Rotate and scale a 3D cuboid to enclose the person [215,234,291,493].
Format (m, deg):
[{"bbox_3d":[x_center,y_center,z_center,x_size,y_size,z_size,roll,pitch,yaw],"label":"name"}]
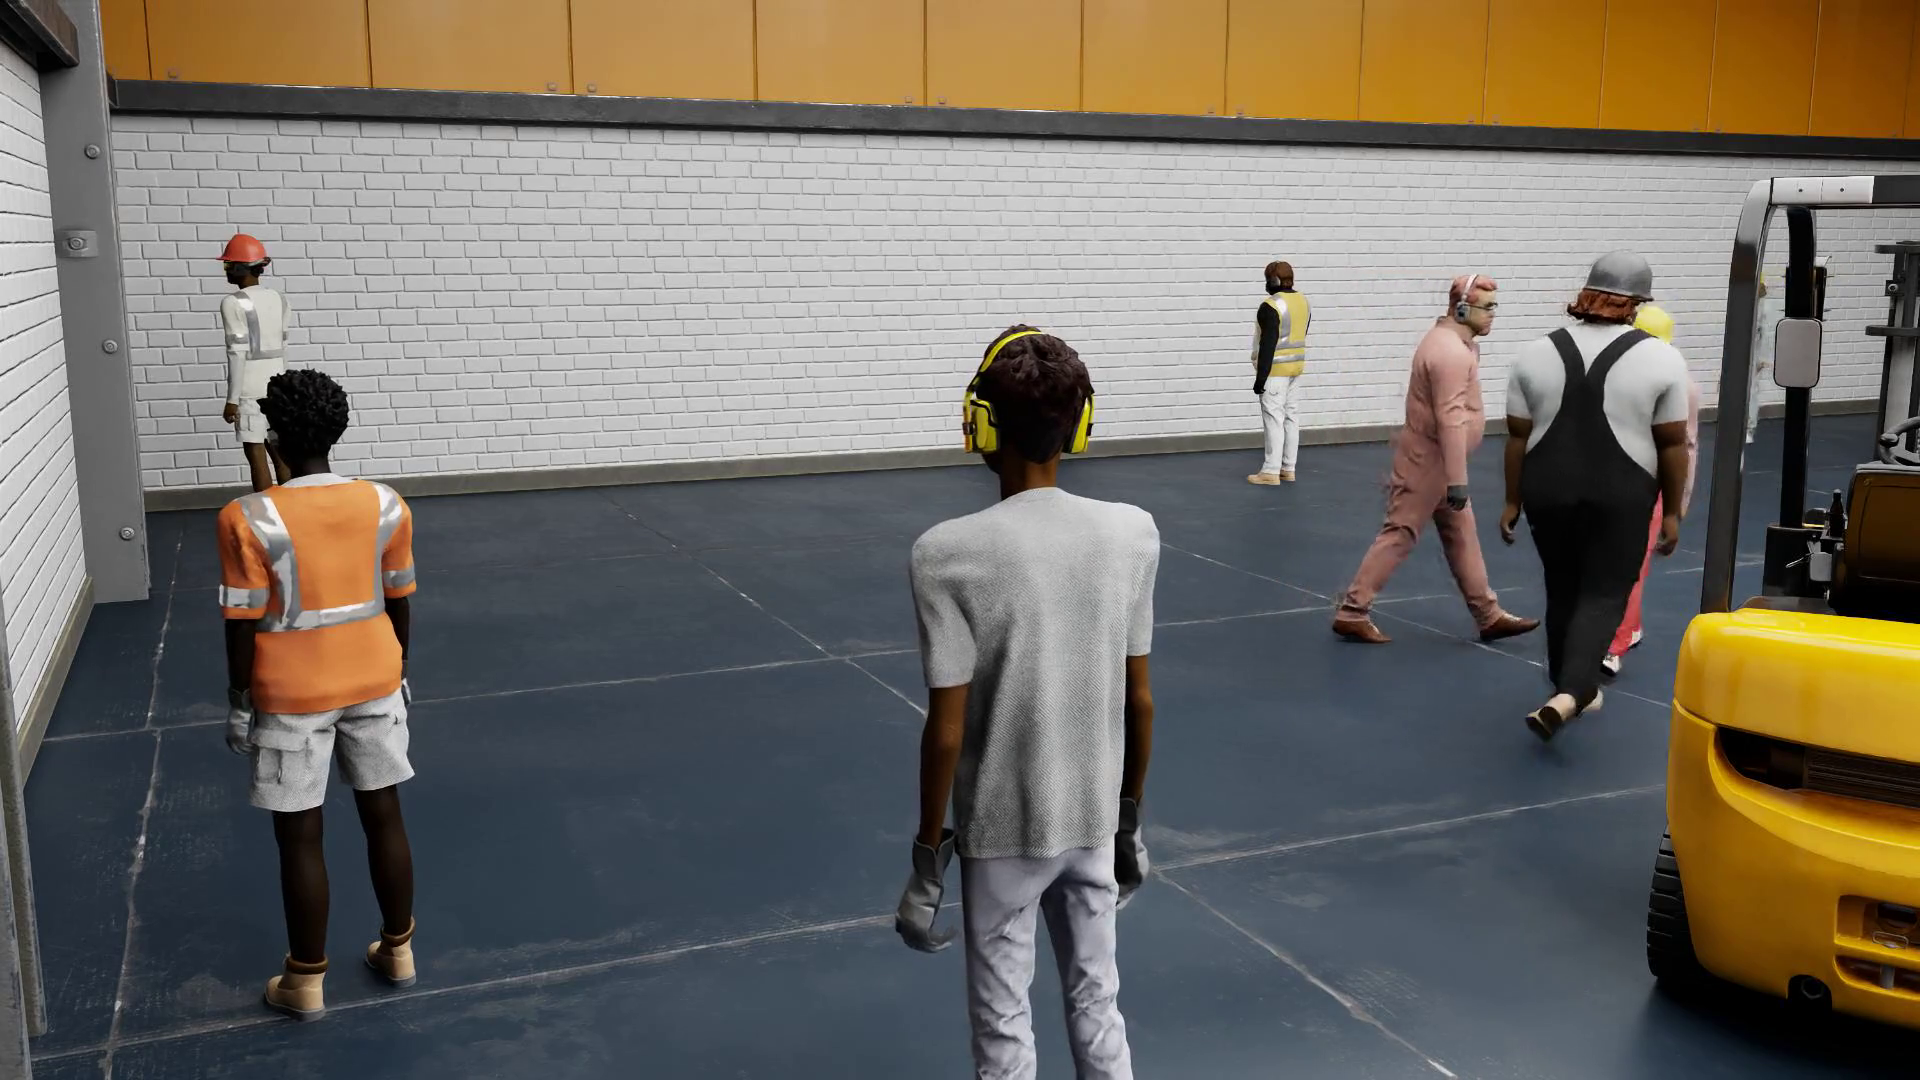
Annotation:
[{"bbox_3d":[-4.725,-1.010,11.146,0.361,2.048,0.614,2,10,11],"label":"person"}]

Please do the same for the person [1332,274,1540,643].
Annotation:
[{"bbox_3d":[2.363,-0.371,8.193,1.018,1.851,0.681,3,11,17],"label":"person"}]

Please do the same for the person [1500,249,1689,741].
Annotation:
[{"bbox_3d":[2.520,-0.196,6.680,0.709,2.000,0.900,9,13,40],"label":"person"}]

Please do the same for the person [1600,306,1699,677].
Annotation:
[{"bbox_3d":[3.132,-0.233,7.797,0.536,1.708,0.944,8,13,38],"label":"person"}]

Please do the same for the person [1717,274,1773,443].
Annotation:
[{"bbox_3d":[7.758,-1.814,16.429,0.374,1.727,0.509,-4,11,-23],"label":"person"}]

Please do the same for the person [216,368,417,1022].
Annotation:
[{"bbox_3d":[-1.664,0.400,4.365,0.318,1.691,0.532,9,13,39],"label":"person"}]

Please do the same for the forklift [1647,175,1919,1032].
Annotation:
[{"bbox_3d":[2.810,0.094,4.662,1.214,2.155,2.313,7,12,34],"label":"forklift"}]

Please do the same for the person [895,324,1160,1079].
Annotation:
[{"bbox_3d":[0.123,0.549,3.044,0.520,1.873,0.333,-5,11,-26],"label":"person"}]

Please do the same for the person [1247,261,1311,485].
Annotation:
[{"bbox_3d":[2.617,-1.376,13.741,0.429,1.842,0.626,9,13,40],"label":"person"}]
